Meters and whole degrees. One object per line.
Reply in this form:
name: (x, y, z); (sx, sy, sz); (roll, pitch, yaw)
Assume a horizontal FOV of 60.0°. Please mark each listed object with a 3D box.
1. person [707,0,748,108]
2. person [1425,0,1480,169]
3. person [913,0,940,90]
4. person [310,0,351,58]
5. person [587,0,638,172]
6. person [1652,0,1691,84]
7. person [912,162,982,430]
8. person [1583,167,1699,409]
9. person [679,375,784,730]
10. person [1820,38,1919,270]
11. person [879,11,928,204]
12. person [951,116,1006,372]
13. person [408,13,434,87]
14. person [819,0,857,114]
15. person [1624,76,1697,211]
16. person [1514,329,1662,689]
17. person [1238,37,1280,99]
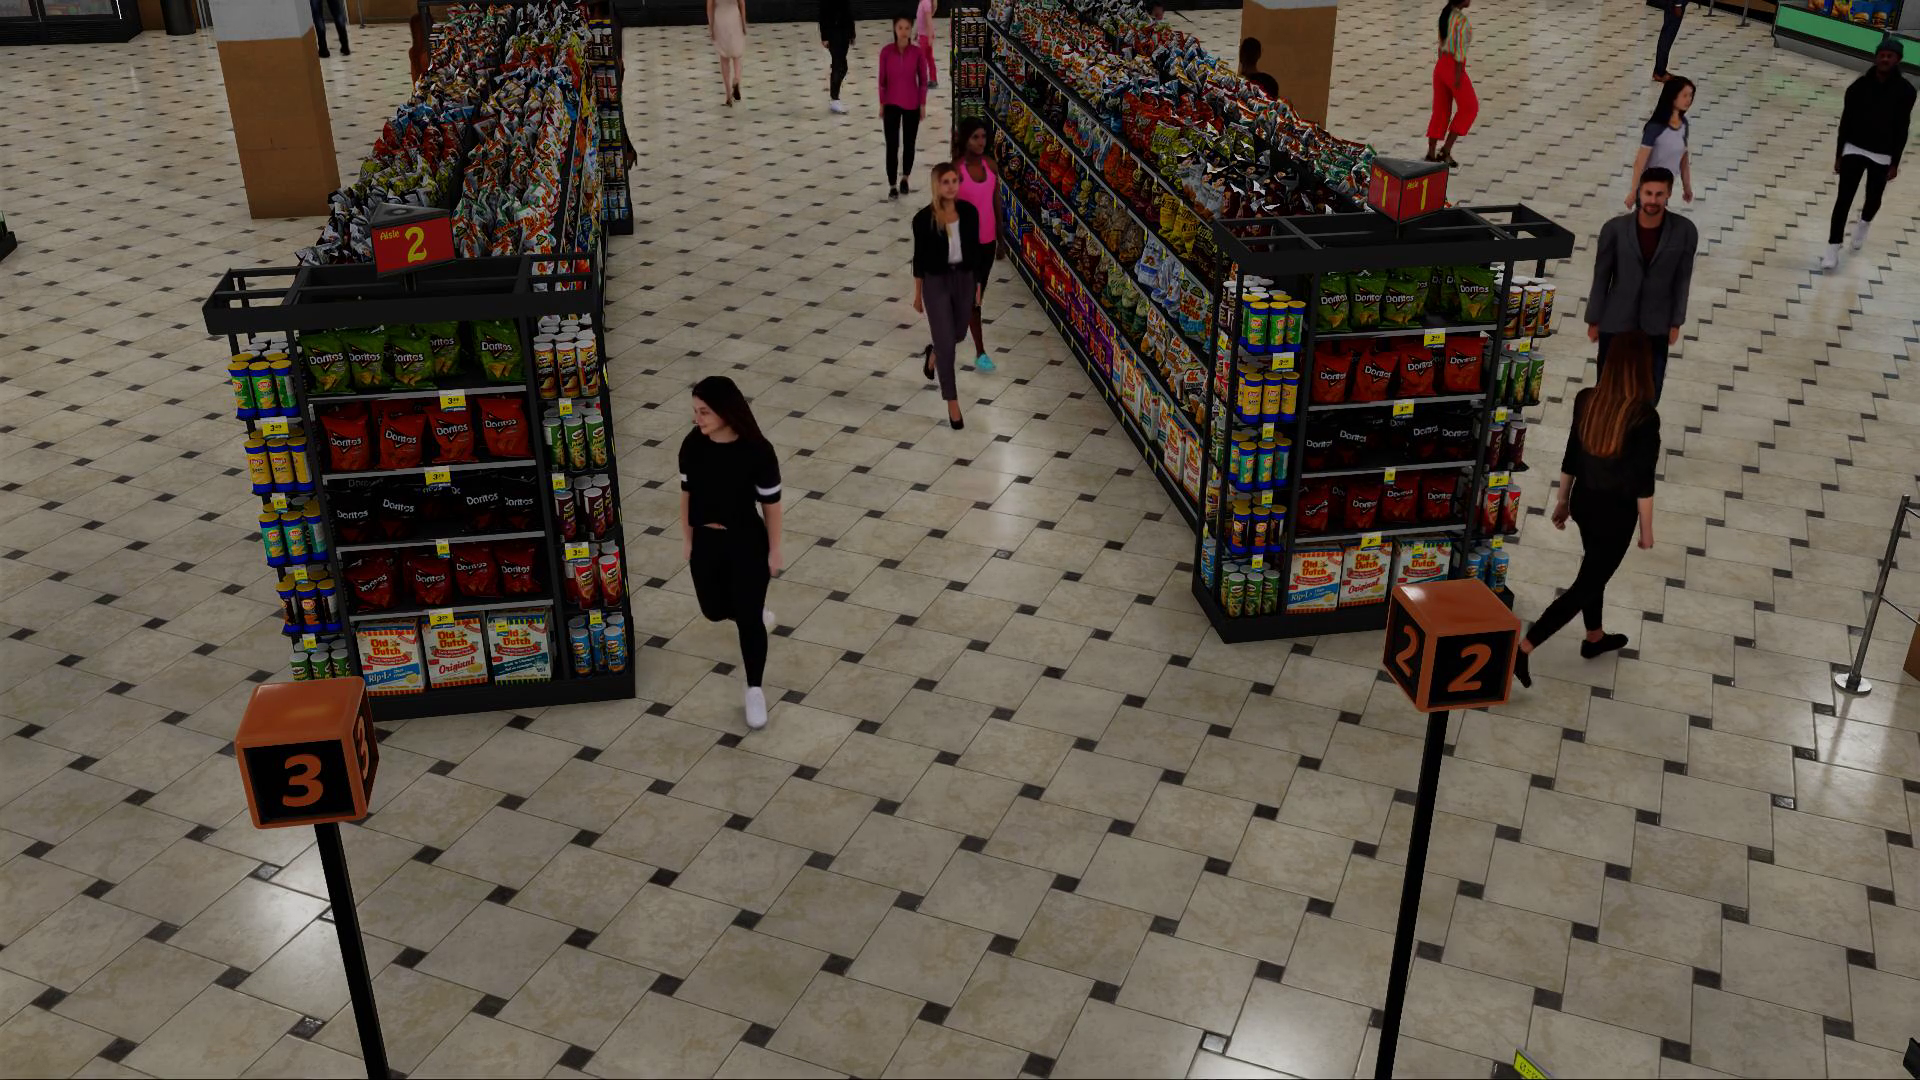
person: (-2.566, -5.648, 18.479); (0.582, 1.721, 0.886); (-5, 27, -9)
person: (4.630, -4.410, 15.977); (0.731, 1.777, 0.678); (-11, 29, -20)
person: (-0.344, -5.965, 19.611); (0.572, 1.262, 0.555); (-6, 27, -11)
person: (-8.196, -7.191, 21.323); (0.772, 1.901, 0.748); (-21, 33, -35)
person: (-3.357, -4.474, 16.036); (0.810, 1.837, 0.681); (-16, 31, -29)
person: (8.586, -6.454, 19.954); (0.853, 1.825, 0.743); (11, 29, 20)
person: (-0.106, -1.570, 10.525); (0.759, 1.642, 1.094); (-11, 29, -21)
person: (3.935, -1.275, 9.705); (0.875, 1.857, 0.931); (9, 28, 16)
person: (-1.019, -0.005, 7.461); (0.777, 1.621, 0.949); (2, 27, 3)
person: (7.334, -3.106, 13.391); (1.130, 1.790, 1.238); (15, 30, 27)
person: (-0.526, -3.971, 15.227); (0.673, 1.672, 1.028); (-1, 27, -2)
person: (0.060, -2.054, 11.420); (0.771, 1.696, 1.147); (-13, 30, -24)
person: (-4.728, -3.839, 14.909); (0.680, 1.724, 0.766); (24, 35, 39)
person: (-1.437, -5.569, 18.369); (0.770, 1.680, 0.700); (16, 31, 29)
person: (5.232, -2.695, 12.694); (0.816, 1.687, 0.932); (-22, 34, -36)
person: (2.861, -0.100, 7.579); (0.854, 1.685, 1.121); (-12, 29, -22)
person: (2.294, -3.052, 13.314); (0.680, 1.763, 1.209); (-5, 27, -11)
